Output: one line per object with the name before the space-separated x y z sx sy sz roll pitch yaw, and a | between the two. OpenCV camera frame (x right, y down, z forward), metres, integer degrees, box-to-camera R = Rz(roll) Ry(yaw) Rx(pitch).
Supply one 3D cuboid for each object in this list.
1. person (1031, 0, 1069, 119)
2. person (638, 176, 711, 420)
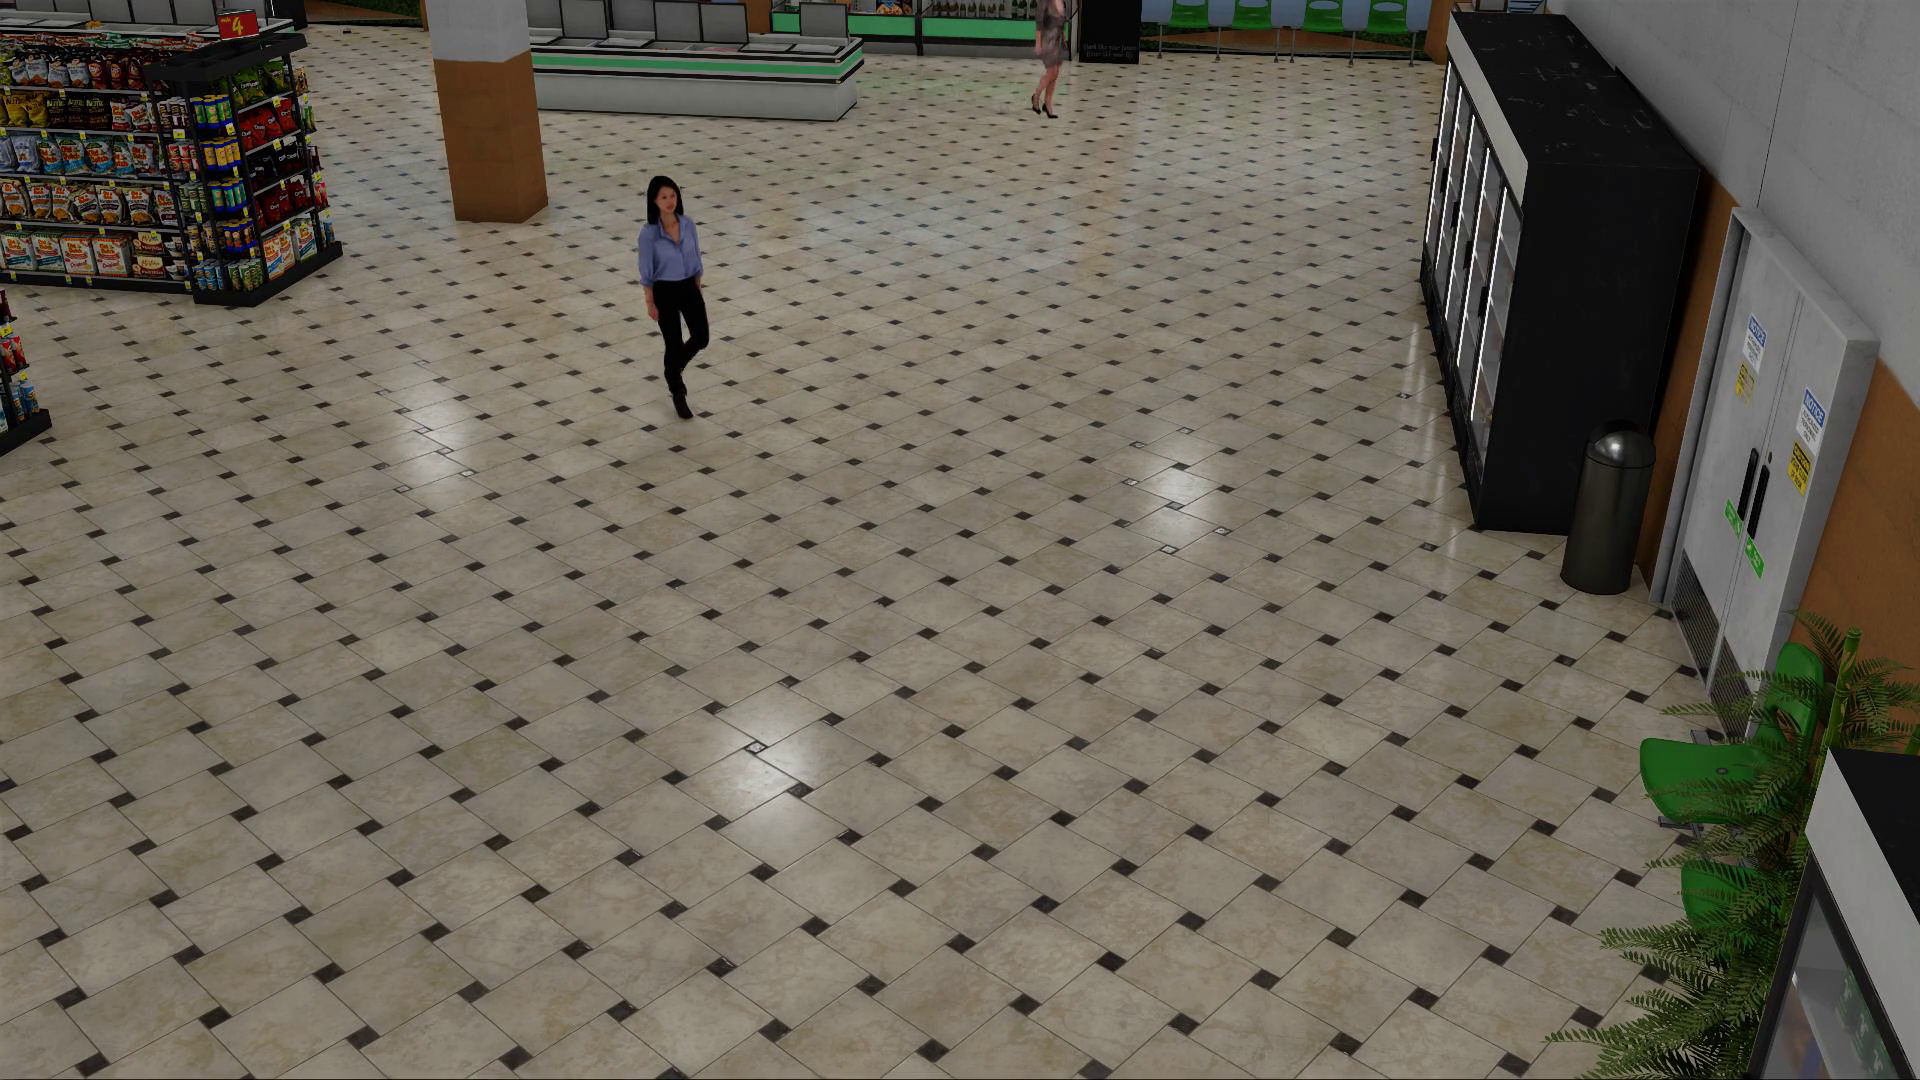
person | 1.032 -5.985 20.121 0.770 1.735 0.725 18 32 32
person | -2.042 -1.710 11.694 0.829 1.731 0.887 -20 33 -34
